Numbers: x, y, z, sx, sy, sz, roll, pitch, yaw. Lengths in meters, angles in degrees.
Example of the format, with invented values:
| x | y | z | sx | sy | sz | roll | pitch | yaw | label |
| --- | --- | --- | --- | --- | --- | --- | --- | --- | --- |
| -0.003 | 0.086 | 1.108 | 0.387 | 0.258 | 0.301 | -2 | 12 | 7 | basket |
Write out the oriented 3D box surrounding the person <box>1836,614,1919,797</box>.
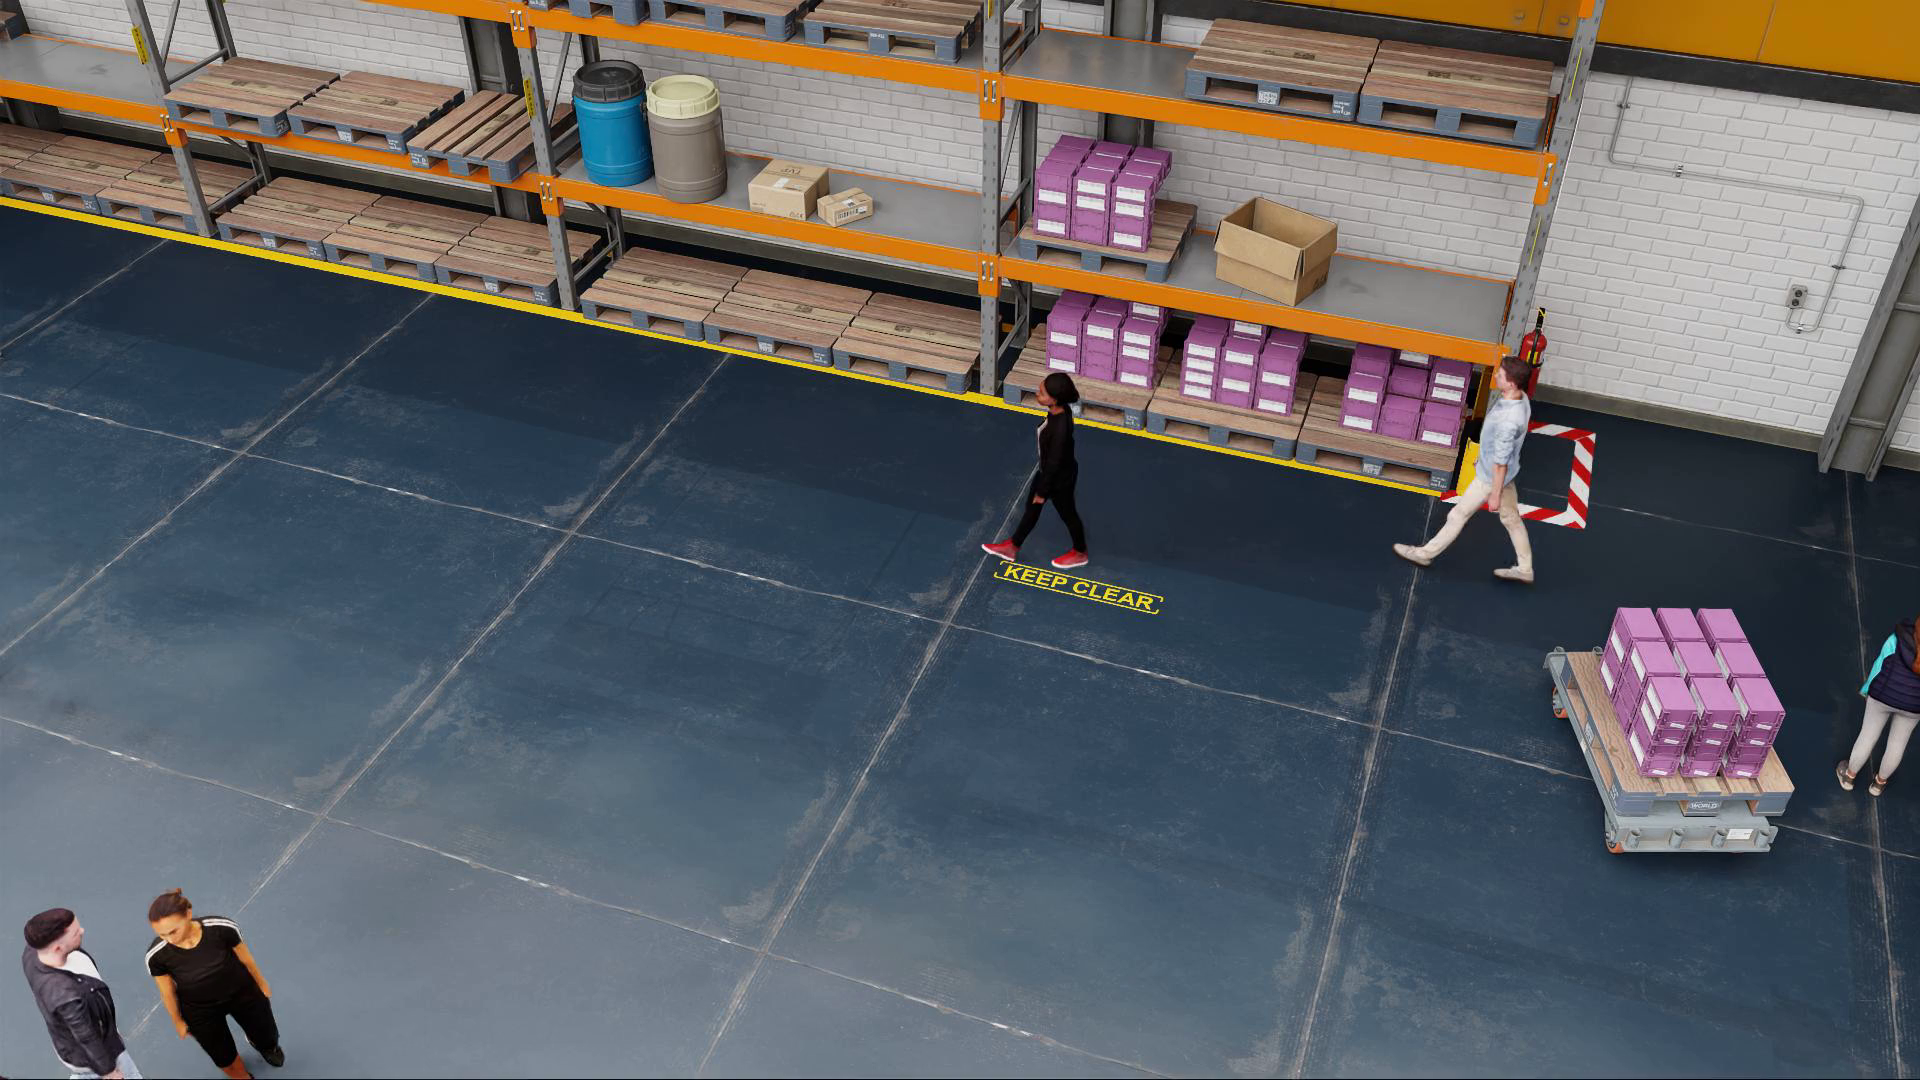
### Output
| x | y | z | sx | sy | sz | roll | pitch | yaw | label |
| --- | --- | --- | --- | --- | --- | --- | --- | --- | --- |
| 5.661 | 0.939 | 10.004 | 0.522 | 1.500 | 0.637 | 15 | 41 | 18 | person |

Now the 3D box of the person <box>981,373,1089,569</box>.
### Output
| x | y | z | sx | sy | sz | roll | pitch | yaw | label |
| --- | --- | --- | --- | --- | --- | --- | --- | --- | --- |
| 0.759 | -0.448 | 11.627 | 1.101 | 1.644 | 0.889 | -3 | 39 | -3 | person |

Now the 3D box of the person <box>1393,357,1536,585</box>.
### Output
| x | y | z | sx | sy | sz | roll | pitch | yaw | label |
| --- | --- | --- | --- | --- | --- | --- | --- | --- | --- |
| 3.778 | -0.413 | 11.461 | 1.249 | 1.796 | 0.751 | 17 | 42 | 20 | person |

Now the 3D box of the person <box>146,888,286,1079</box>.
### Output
| x | y | z | sx | sy | sz | roll | pitch | yaw | label |
| --- | --- | --- | --- | --- | --- | --- | --- | --- | --- |
| -3.671 | 2.261 | 8.232 | 0.788 | 1.645 | 0.849 | -22 | 44 | -25 | person |

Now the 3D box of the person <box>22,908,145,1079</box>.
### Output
| x | y | z | sx | sy | sz | roll | pitch | yaw | label |
| --- | --- | --- | --- | --- | --- | --- | --- | --- | --- |
| -4.134 | 2.401 | 7.921 | 1.075 | 1.815 | 0.907 | -32 | 48 | -33 | person |
